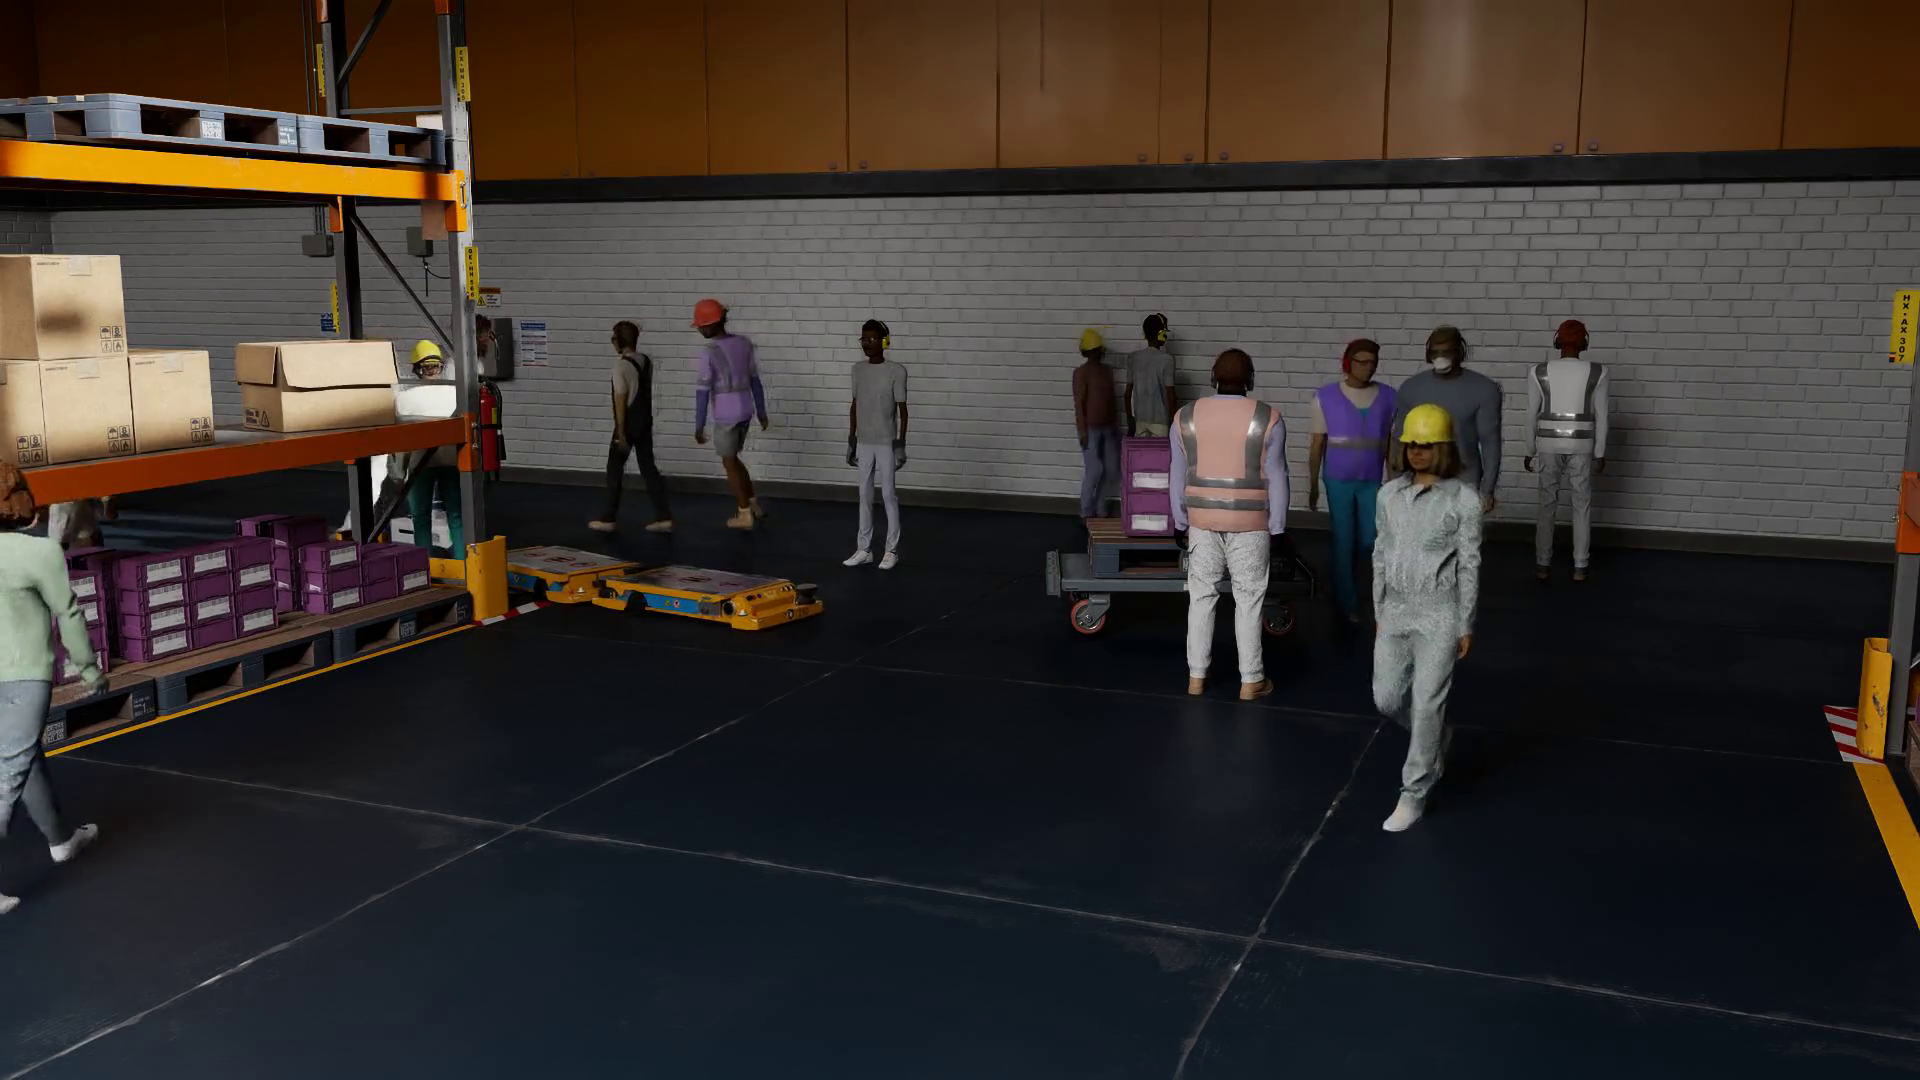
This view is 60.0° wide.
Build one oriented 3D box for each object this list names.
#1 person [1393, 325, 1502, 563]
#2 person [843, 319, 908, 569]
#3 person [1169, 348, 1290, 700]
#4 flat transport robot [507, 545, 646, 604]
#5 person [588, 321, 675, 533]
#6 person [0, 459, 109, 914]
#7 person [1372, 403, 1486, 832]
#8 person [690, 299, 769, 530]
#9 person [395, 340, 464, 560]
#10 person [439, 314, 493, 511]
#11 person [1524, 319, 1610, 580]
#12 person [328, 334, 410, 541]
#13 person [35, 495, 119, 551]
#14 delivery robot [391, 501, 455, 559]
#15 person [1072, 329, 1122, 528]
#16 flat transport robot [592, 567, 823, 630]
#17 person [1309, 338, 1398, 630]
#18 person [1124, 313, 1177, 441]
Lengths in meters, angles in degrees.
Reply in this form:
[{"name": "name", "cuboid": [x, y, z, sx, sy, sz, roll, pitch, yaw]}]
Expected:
[{"name": "person", "cuboid": [2.909, -0.322, 10.003, 0.657, 1.908, 0.790, 4, 10, 24]}, {"name": "person", "cuboid": [-0.632, -0.716, 12.492, 0.518, 1.874, 0.329, 5, 11, 29]}, {"name": "person", "cuboid": [1.421, -0.083, 8.747, 0.636, 1.841, 0.429, 4, 10, 24]}, {"name": "flat transport robot", "cuboid": [-2.851, 0.222, 11.644, 1.431, 0.197, 0.652, 9, 13, 42]}, {"name": "person", "cuboid": [-2.787, -0.952, 14.116, 0.827, 1.815, 0.541, 5, 11, 29]}, {"name": "person", "cuboid": [-3.408, 0.501, 5.990, 0.502, 1.589, 0.871, 2, 10, 11]}, {"name": "person", "cuboid": [1.922, 0.296, 6.800, 0.489, 1.726, 0.594, 9, 13, 44]}, {"name": "person", "cuboid": [-1.980, -1.058, 14.227, 0.486, 1.984, 0.698, 6, 11, 31]}, {"name": "person", "cuboid": [-3.646, -0.495, 11.506, 0.533, 1.760, 0.342, -7, 11, -35]}, {"name": "person", "cuboid": [-3.687, -0.726, 12.435, 0.669, 1.921, 0.609, 0, 9, -2]}, {"name": "person", "cuboid": [4.383, -0.648, 12.045, 0.575, 1.882, 0.360, 4, 10, 21]}, {"name": "person", "cuboid": [-4.688, -0.793, 13.417, 1.120, 1.742, 0.640, -7, 12, -36]}, {"name": "person", "cuboid": [-5.405, -0.333, 10.151, 0.572, 1.882, 1.011, 8, 12, 39]}, {"name": "delivery robot", "cuboid": [-3.809, -0.044, 12.114, 0.707, 0.478, 0.477, 6, 11, 32]}, {"name": "person", "cuboid": [1.185, -0.954, 14.390, 0.292, 1.733, 0.646, 8, 12, 39]}, {"name": "flat transport robot", "cuboid": [-1.654, 0.358, 10.822, 1.431, 0.197, 0.652, 6, 11, 33]}, {"name": "person", "cuboid": [2.489, -0.380, 10.605, 0.581, 1.824, 0.720, -1, 9, -7]}, {"name": "person", "cuboid": [1.634, -0.977, 14.079, 0.535, 1.869, 0.314, 8, 12, 40]}]
